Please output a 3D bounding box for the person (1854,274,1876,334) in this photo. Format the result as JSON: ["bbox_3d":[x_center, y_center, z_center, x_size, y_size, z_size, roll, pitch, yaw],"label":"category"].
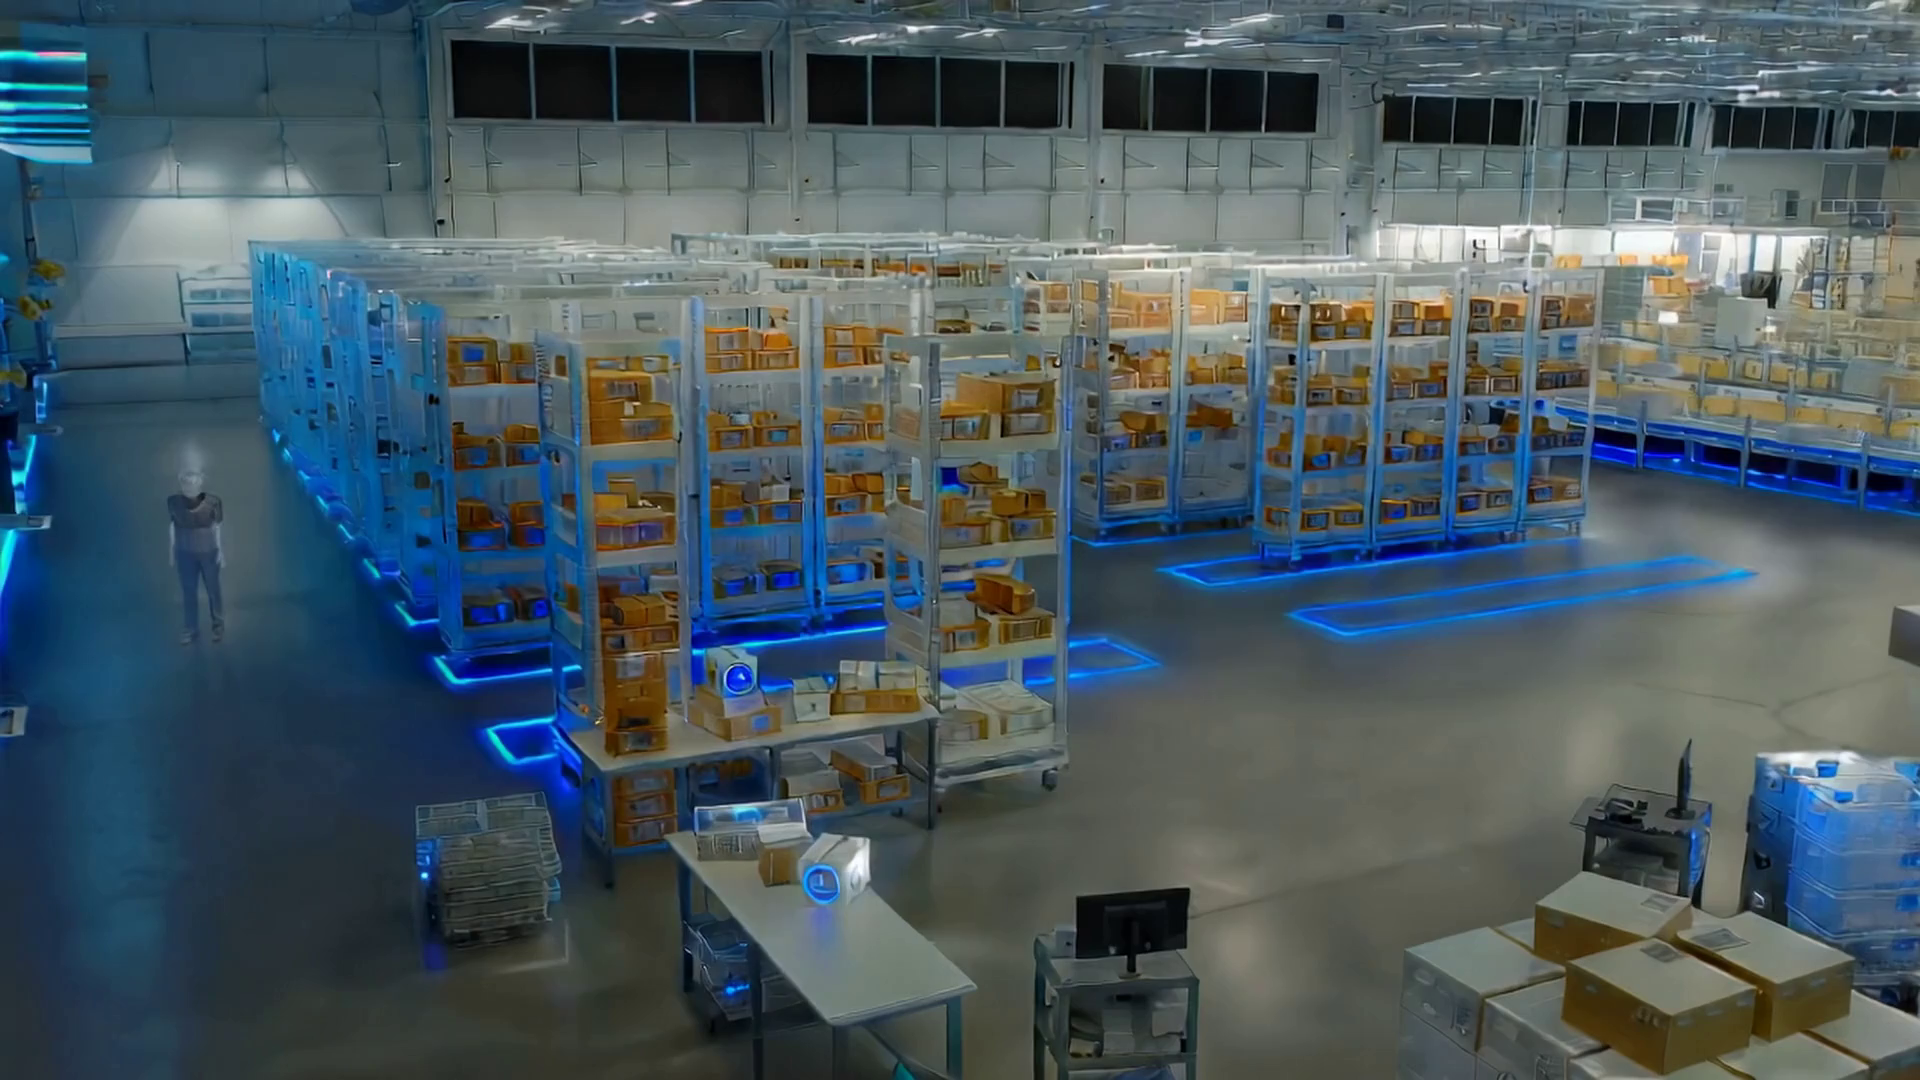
[{"bbox_3d":[27.987,-7.182,51.223,1.063,1.997,0.609,1,12,2],"label":"person"}]

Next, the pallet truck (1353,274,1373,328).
[{"bbox_3d":[13.011,-8.050,55.243,0.823,1.965,1.885,-7,14,-28],"label":"pallet truck"}]

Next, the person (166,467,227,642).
[{"bbox_3d":[-7.918,0.141,17.292,0.572,1.840,0.373,-1,12,-6],"label":"person"}]

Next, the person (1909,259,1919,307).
[{"bbox_3d":[37.149,-9.918,64.309,0.587,1.867,0.698,-5,13,-24],"label":"person"}]
